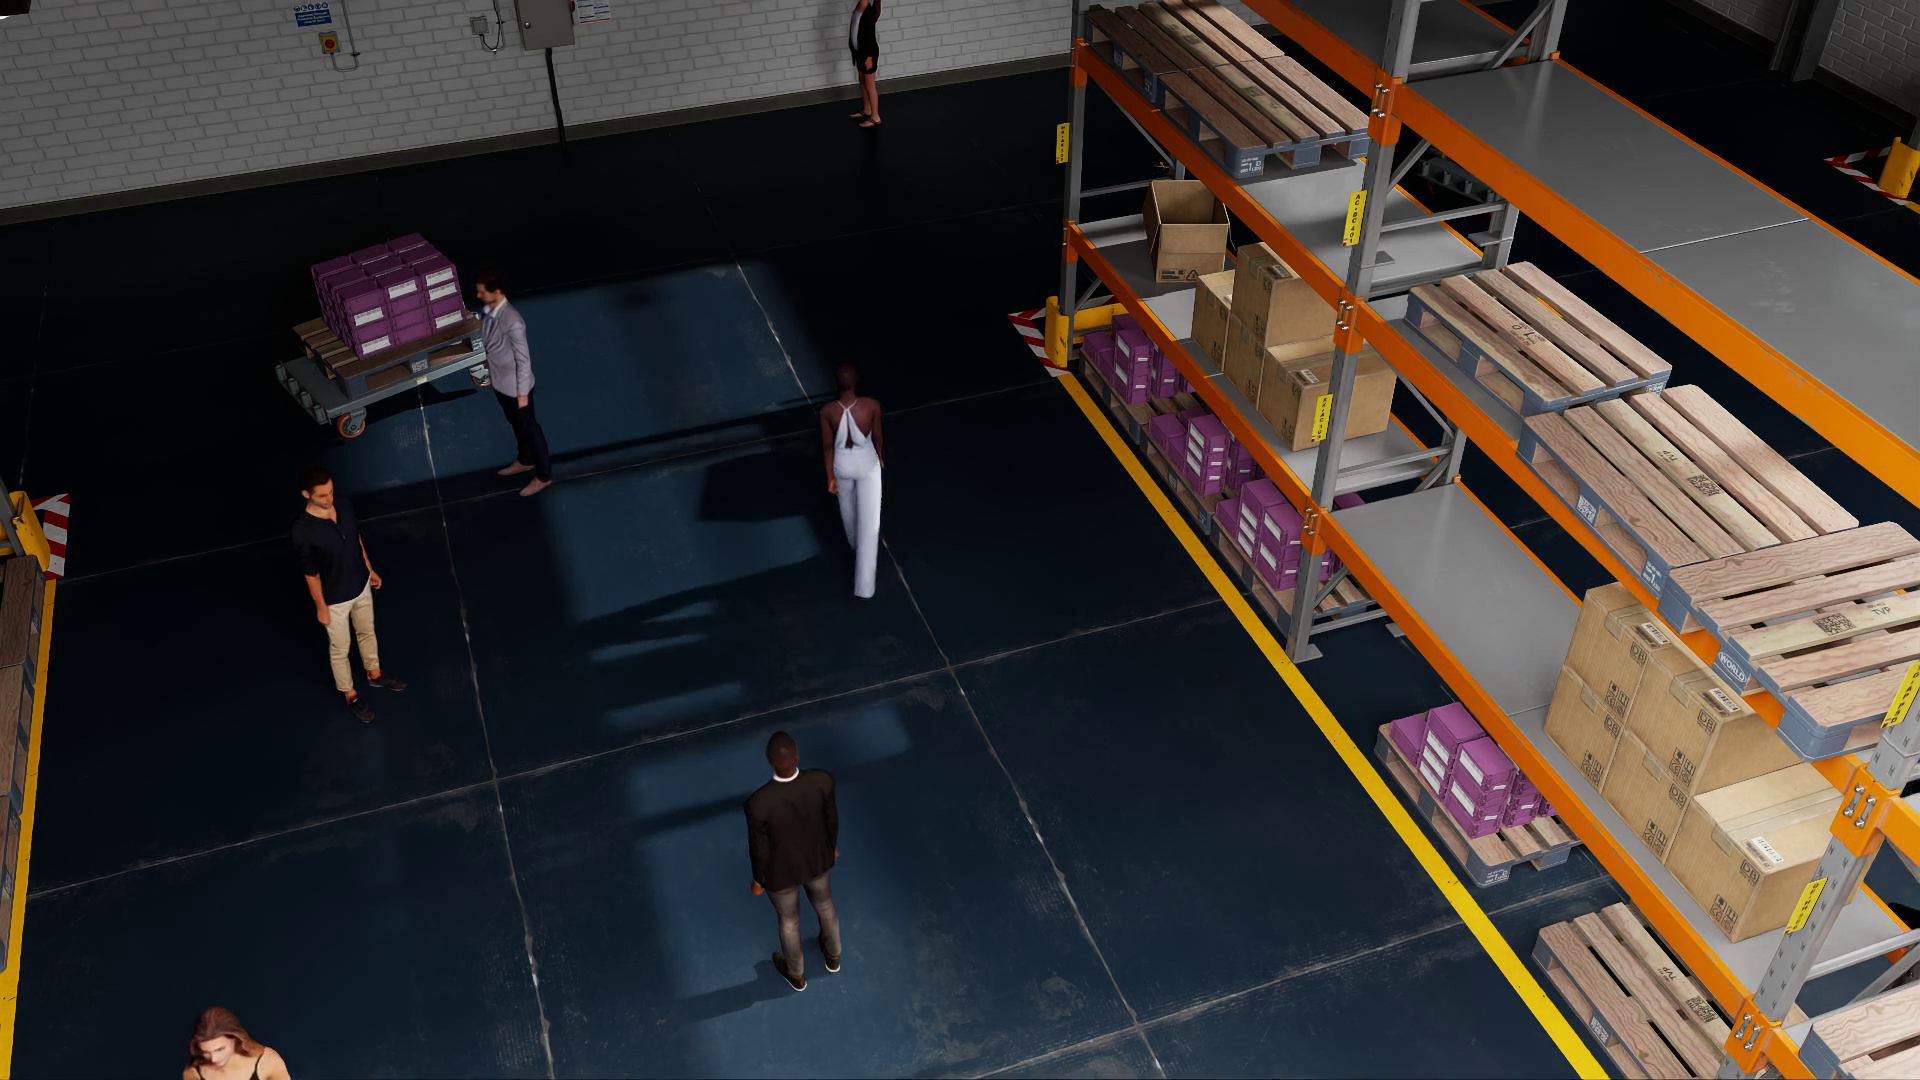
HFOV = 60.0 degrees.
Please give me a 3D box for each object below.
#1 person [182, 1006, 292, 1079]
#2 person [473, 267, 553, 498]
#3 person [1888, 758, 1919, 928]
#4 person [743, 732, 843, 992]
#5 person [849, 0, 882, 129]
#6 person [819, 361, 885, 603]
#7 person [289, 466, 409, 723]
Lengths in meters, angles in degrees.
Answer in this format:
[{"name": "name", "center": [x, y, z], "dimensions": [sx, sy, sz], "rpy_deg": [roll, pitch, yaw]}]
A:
[{"name": "person", "center": [-3.189, 2.620, 7.567], "dimensions": [0.792, 1.685, 1.145], "rpy_deg": [-2, 39, -2]}, {"name": "person", "center": [-3.286, -1.192, 12.211], "dimensions": [0.804, 1.847, 0.635], "rpy_deg": [-26, 45, -29]}, {"name": "person", "center": [5.273, 1.489, 9.001], "dimensions": [0.913, 1.663, 1.232], "rpy_deg": [-28, 46, -30]}, {"name": "person", "center": [-0.843, 1.675, 8.658], "dimensions": [0.690, 1.801, 0.611], "rpy_deg": [-19, 42, -22]}, {"name": "person", "center": [-0.982, -5.102, 17.340], "dimensions": [0.615, 1.556, 0.502], "rpy_deg": [-16, 41, -19]}, {"name": "person", "center": [-0.693, -0.377, 11.274], "dimensions": [0.826, 1.742, 1.211], "rpy_deg": [-1, 39, -1]}, {"name": "person", "center": [-3.848, 0.300, 10.340], "dimensions": [0.757, 1.850, 0.702], "rpy_deg": [17, 42, 20]}]
